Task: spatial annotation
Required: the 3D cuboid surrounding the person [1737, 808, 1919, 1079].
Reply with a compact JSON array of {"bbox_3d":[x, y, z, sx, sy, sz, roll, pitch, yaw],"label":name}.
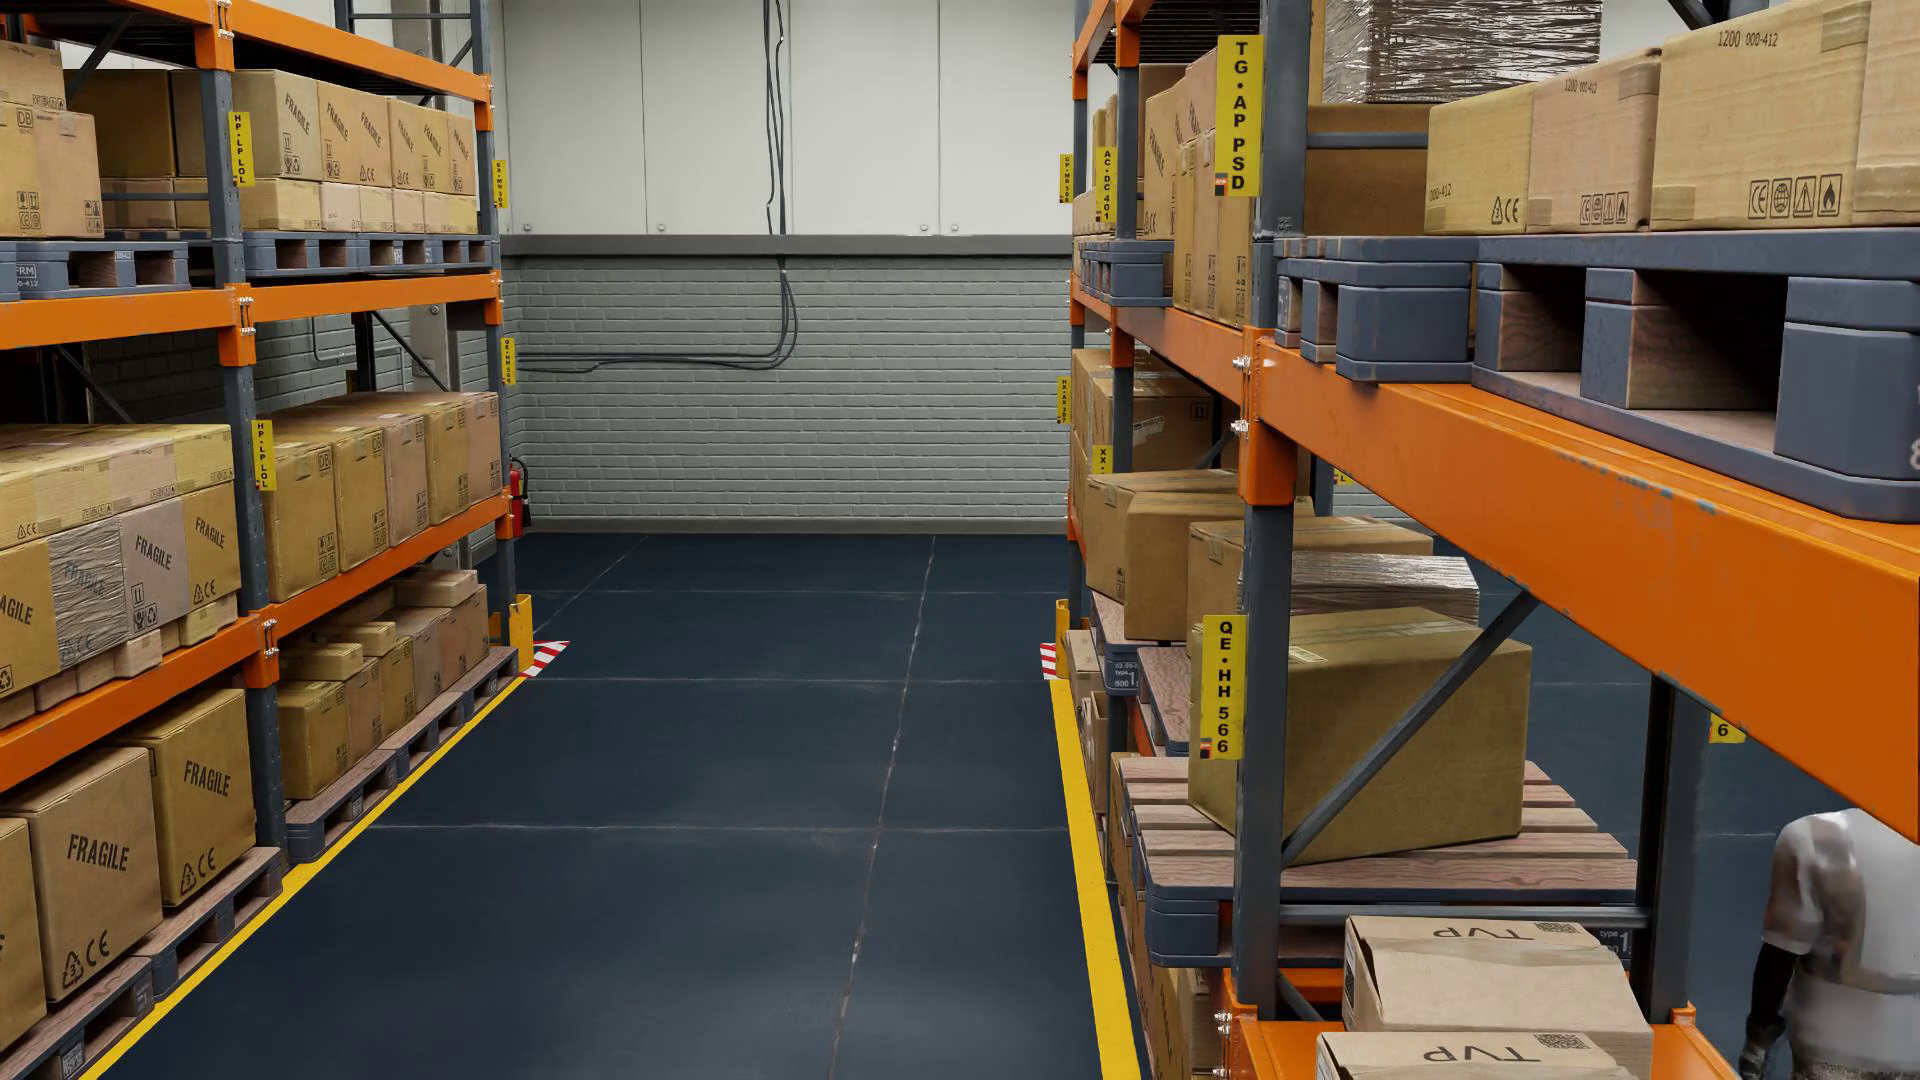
[{"bbox_3d":[2.411,1.308,4.382,0.616,1.930,0.952,0,10,-1],"label":"person"}]
